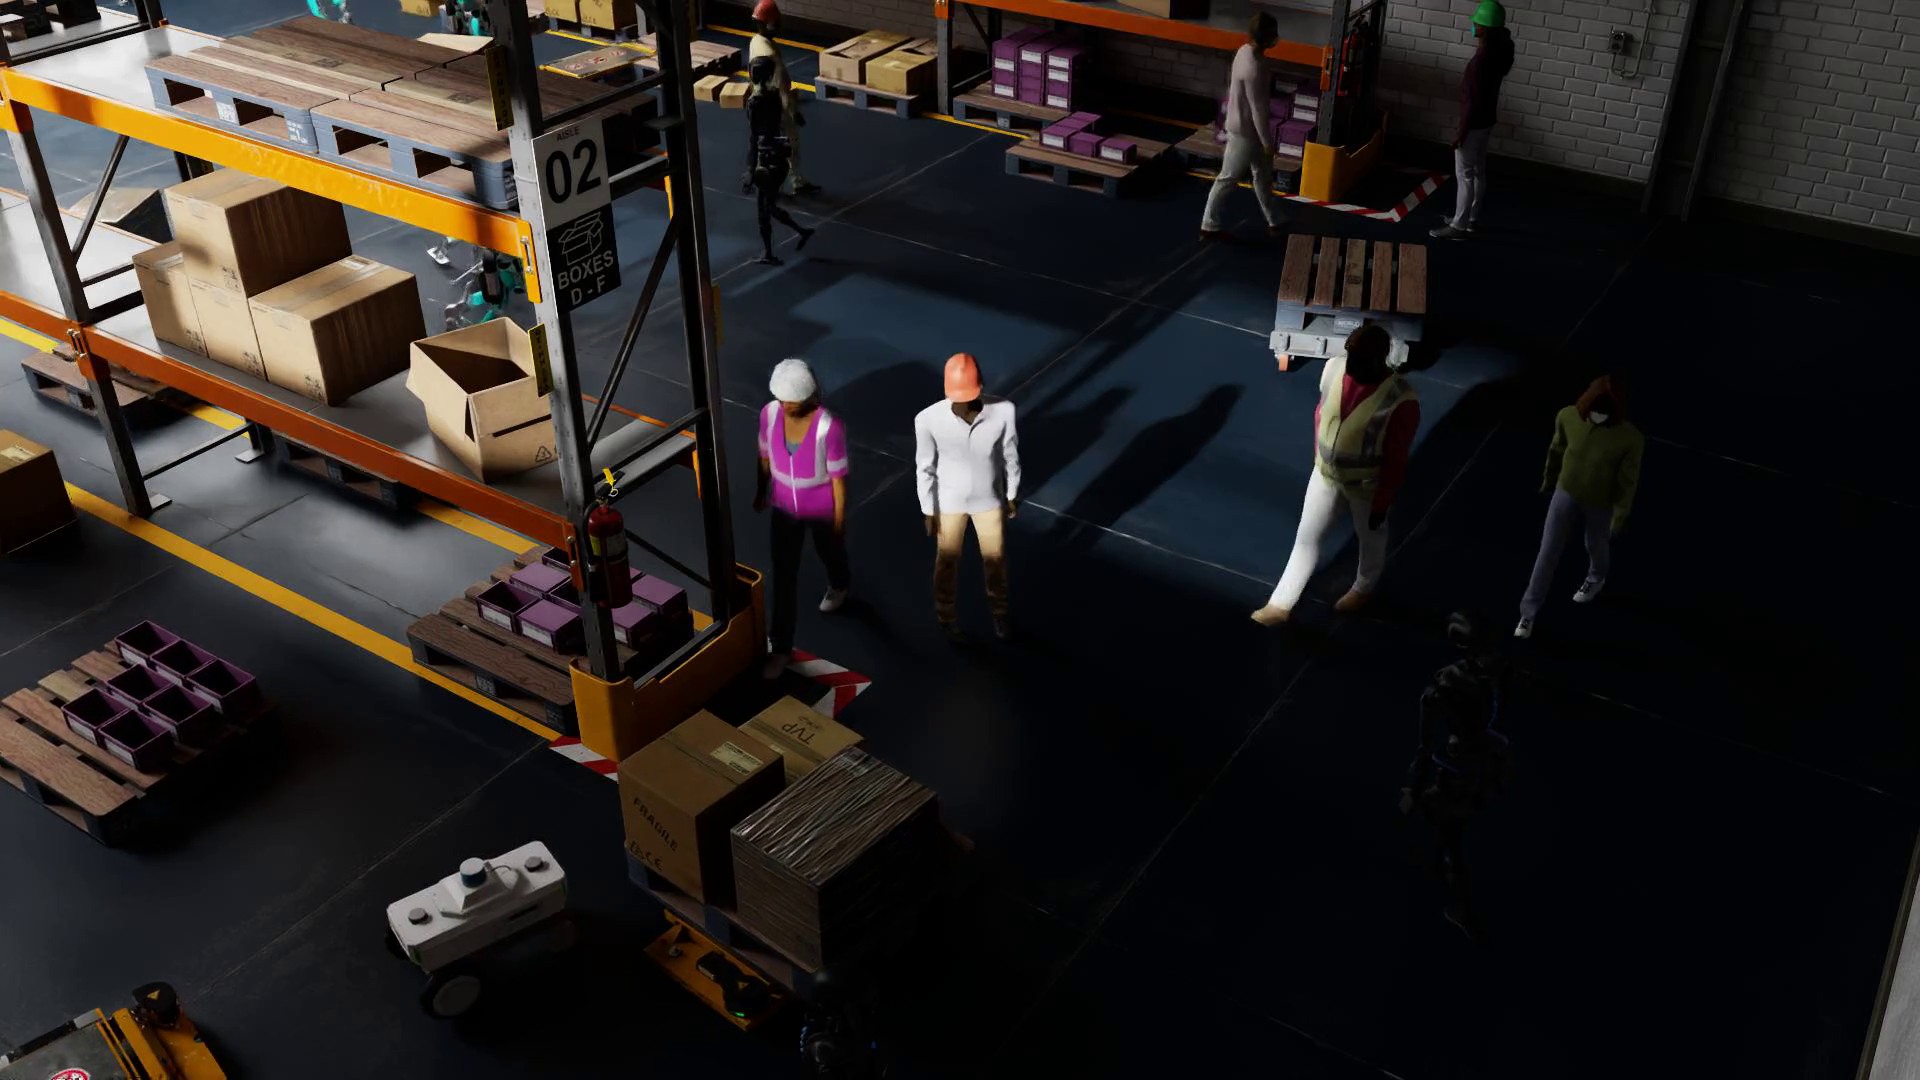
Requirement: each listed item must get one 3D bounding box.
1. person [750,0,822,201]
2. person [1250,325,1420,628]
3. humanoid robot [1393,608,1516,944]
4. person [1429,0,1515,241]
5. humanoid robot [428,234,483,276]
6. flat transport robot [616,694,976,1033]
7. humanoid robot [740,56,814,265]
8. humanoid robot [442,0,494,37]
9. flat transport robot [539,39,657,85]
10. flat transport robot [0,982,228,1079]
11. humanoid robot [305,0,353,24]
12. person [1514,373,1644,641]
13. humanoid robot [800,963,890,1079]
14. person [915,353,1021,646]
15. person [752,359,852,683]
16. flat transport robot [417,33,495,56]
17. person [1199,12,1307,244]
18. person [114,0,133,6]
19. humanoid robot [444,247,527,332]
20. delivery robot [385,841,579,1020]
[{"bbox_3d":[-1.503,-3.759,14.320,0.553,1.719,0.634,-4,33,-6],"label":"person"},{"bbox_3d":[2.035,-0.291,8.913,0.917,1.799,0.657,-25,41,-33],"label":"person"},{"bbox_3d":[2.116,0.983,7.095,0.583,1.640,0.640,-20,38,-28],"label":"humanoid robot"},{"bbox_3d":[4.214,-3.400,13.557,0.417,1.953,0.488,23,40,31],"label":"person"},{"bbox_3d":[-3.983,-2.787,12.843,0.549,1.754,1.037,-25,41,-33],"label":"humanoid robot"},{"bbox_3d":[-0.663,1.572,7.457,0.659,0.231,1.431,25,40,33],"label":"flat transport robot"},{"bbox_3d":[-1.466,-2.980,13.165,0.458,1.647,0.603,9,34,13],"label":"humanoid robot"},{"bbox_3d":[-5.004,-5.123,16.415,0.961,1.770,0.555,23,40,32],"label":"humanoid robot"},{"bbox_3d":[-3.752,-4.960,17.496,0.659,0.231,1.431,24,40,32],"label":"flat transport robot"},{"bbox_3d":[-3.620,2.283,6.365,1.431,0.231,0.659,-26,41,-34],"label":"flat transport robot"},{"bbox_3d":[-6.807,-5.907,17.630,0.540,1.787,0.869,-28,42,-36],"label":"humanoid robot"},{"bbox_3d":[3.383,-0.229,9.007,0.537,1.578,0.875,25,40,33],"label":"person"},{"bbox_3d":[-0.369,1.998,5.498,0.315,1.657,0.599,8,34,12],"label":"humanoid robot"},{"bbox_3d":[0.047,-0.222,8.865,0.566,1.737,0.380,-4,33,-7],"label":"person"},{"bbox_3d":[-0.848,-0.212,8.812,0.587,1.778,0.977,8,34,12],"label":"person"},{"bbox_3d":[-4.751,-3.790,15.699,1.431,0.231,0.659,7,34,10],"label":"flat transport robot"},{"bbox_3d":[2.446,-3.288,13.437,0.969,1.897,0.639,5,33,8],"label":"person"},{"bbox_3d":[-10.083,-7.165,19.567,0.785,1.716,0.475,15,36,22],"label":"person"},{"bbox_3d":[-3.358,-1.774,11.277,0.974,1.771,0.533,4,33,6],"label":"humanoid robot"},{"bbox_3d":[-2.059,1.623,7.121,0.797,0.599,0.499,-22,39,-30],"label":"delivery robot"}]
